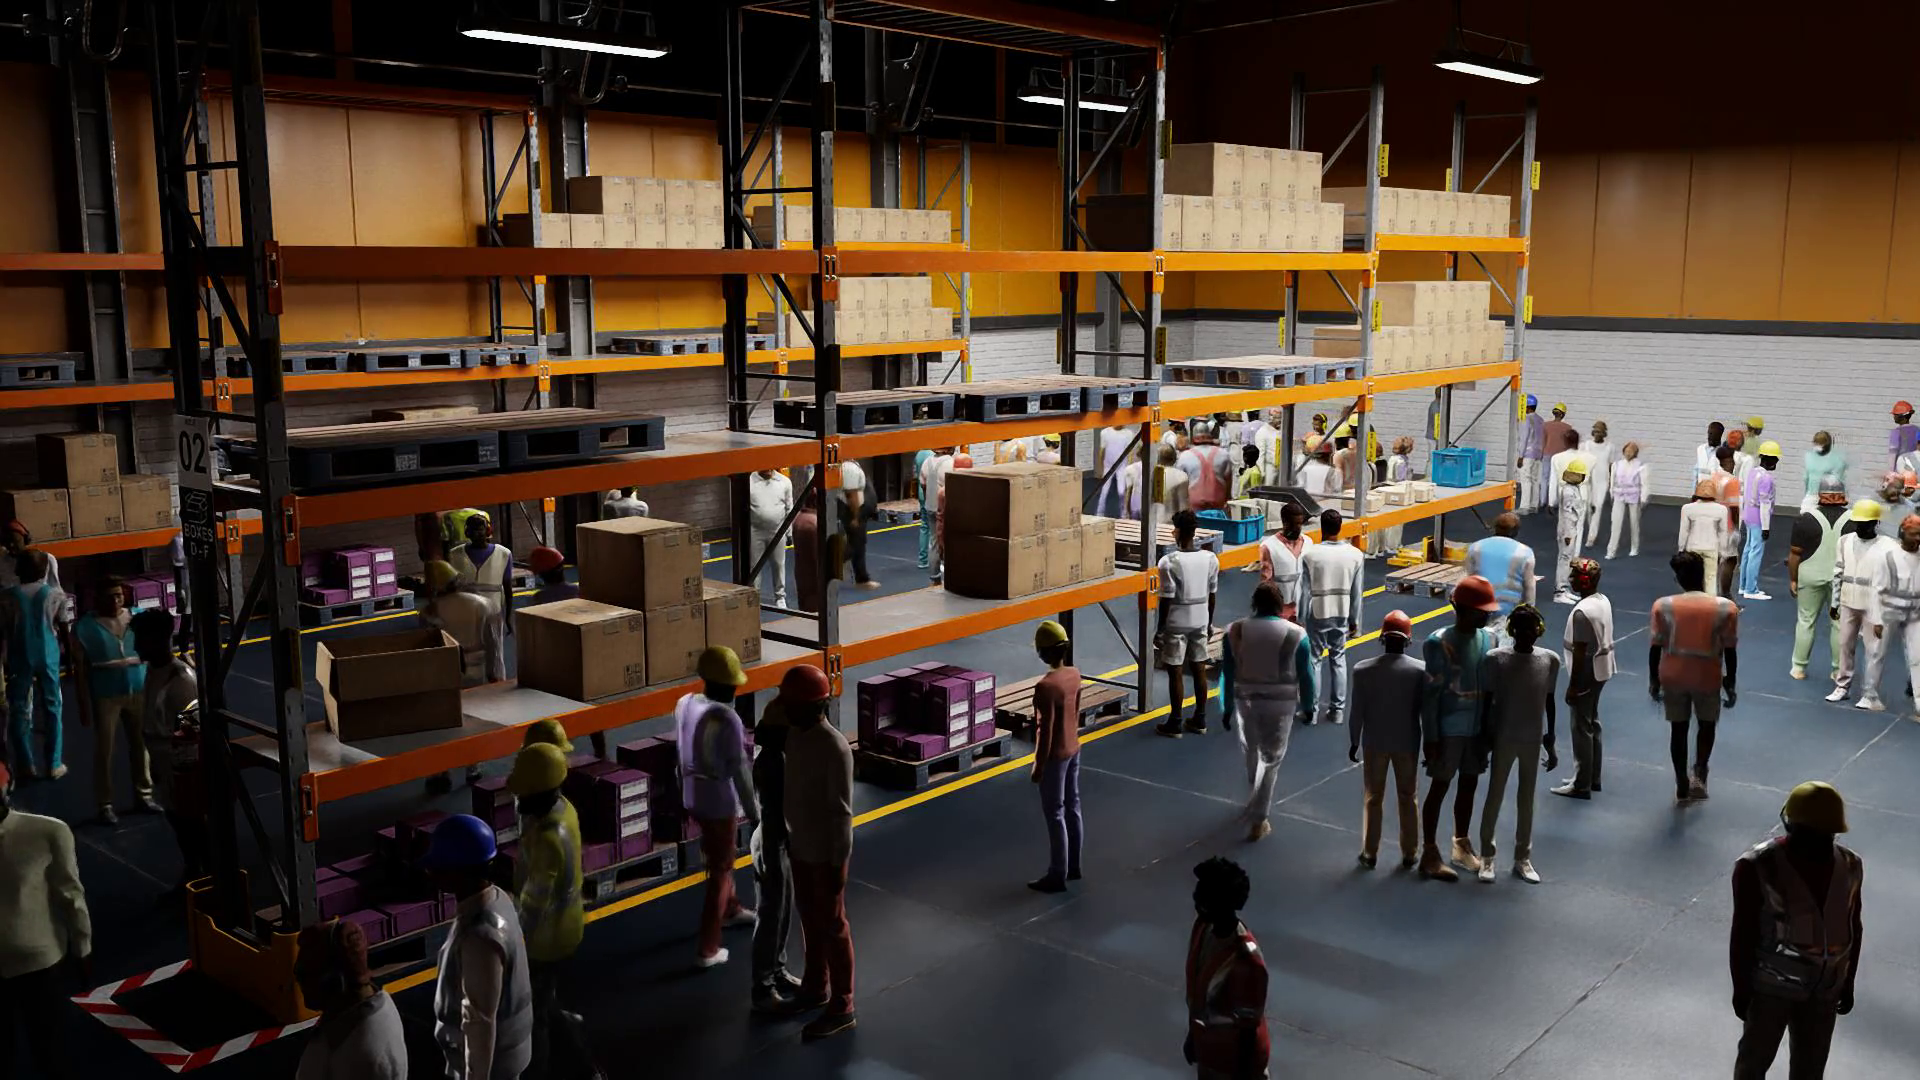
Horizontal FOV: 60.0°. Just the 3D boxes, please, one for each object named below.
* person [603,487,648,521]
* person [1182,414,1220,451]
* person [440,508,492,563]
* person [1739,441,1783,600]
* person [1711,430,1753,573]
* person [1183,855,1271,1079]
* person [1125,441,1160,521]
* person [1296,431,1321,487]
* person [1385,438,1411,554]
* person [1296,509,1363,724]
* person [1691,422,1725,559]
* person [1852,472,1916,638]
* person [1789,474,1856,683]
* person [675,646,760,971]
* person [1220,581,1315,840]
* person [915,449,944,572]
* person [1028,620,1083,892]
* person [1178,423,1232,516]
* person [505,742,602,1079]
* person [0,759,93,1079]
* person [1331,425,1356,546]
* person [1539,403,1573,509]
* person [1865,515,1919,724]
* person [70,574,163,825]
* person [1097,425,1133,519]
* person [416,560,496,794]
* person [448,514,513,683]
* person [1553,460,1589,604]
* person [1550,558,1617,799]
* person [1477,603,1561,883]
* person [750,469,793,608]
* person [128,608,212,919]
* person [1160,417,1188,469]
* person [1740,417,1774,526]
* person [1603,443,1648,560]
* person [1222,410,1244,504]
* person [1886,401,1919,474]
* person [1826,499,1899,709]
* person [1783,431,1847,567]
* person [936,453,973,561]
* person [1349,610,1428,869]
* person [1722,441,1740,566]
[{"bbox_3d":[-3.530,0.189,17.665,0.514,1.872,0.332,1,10,6],"label":"person"},{"bbox_3d":[3.690,-1.194,25.453,0.613,2.033,0.410,5,11,29],"label":"person"},{"bbox_3d":[-5.323,0.227,17.953,0.537,1.696,0.321,-2,10,-14],"label":"person"},{"bbox_3d":[9.663,-0.237,20.066,0.397,1.920,0.586,2,10,10],"label":"person"},{"bbox_3d":[10.119,-0.515,21.869,0.347,1.877,0.576,-6,11,-31],"label":"person"},{"bbox_3d":[1.089,2.102,6.801,0.323,1.692,0.534,-2,10,-13],"label":"person"},{"bbox_3d":[2.355,-0.370,21.197,0.518,1.821,0.792,1,10,9],"label":"person"},{"bbox_3d":[4.843,-0.642,23.049,0.382,1.724,0.566,1,10,3],"label":"person"},{"bbox_3d":[6.080,-0.607,23.140,0.313,1.630,0.530,0,10,2],"label":"person"},{"bbox_3d":[3.245,0.680,14.635,0.599,1.909,0.398,-2,10,-13],"label":"person"},{"bbox_3d":[10.189,-0.647,22.513,0.393,1.920,0.591,-6,11,-30],"label":"person"},{"bbox_3d":[9.782,0.218,17.525,0.640,1.860,0.903,-1,10,-5],"label":"person"},{"bbox_3d":[8.407,0.359,16.143,0.679,2.000,0.535,4,10,24],"label":"person"},{"bbox_3d":[-1.370,1.517,9.750,0.686,1.869,0.614,-8,12,-39],"label":"person"},{"bbox_3d":[2.226,1.177,11.988,0.643,1.780,1.000,4,10,22],"label":"person"},{"bbox_3d":[-0.335,-0.528,21.873,0.399,1.899,0.647,-5,11,-26],"label":"person"},{"bbox_3d":[0.607,1.392,10.795,0.327,1.765,0.528,6,11,31],"label":"person"},{"bbox_3d":[3.143,-0.564,21.652,0.696,2.000,1.004,-1,10,-4],"label":"person"},{"bbox_3d":[-1.996,1.840,7.748,0.479,1.895,0.622,-2,10,-10],"label":"person"},{"bbox_3d":[-4.175,1.871,7.322,0.646,1.969,0.451,-2,10,-12],"label":"person"},{"bbox_3d":[5.158,-0.592,22.278,0.528,1.893,0.617,9,13,42],"label":"person"},{"bbox_3d":[9.827,-1.386,27.425,0.532,1.754,0.340,7,12,38],"label":"person"},{"bbox_3d":[8.381,0.697,14.739,0.630,1.831,0.973,0,10,2],"label":"person"},{"bbox_3d":[-6.138,1.141,12.101,0.401,1.833,0.569,8,13,40],"label":"person"},{"bbox_3d":[2.358,-1.087,25.419,0.533,1.823,0.431,1,10,4],"label":"person"},{"bbox_3d":[-3.889,1.038,12.815,0.639,1.801,0.404,-7,12,-34],"label":"person"},{"bbox_3d":[-4.265,0.673,14.848,0.565,1.846,0.390,-1,10,-9],"label":"person"},{"bbox_3d":[7.294,-0.104,19.831,0.323,1.729,0.495,5,11,28],"label":"person"},{"bbox_3d":[4.770,1.051,12.638,0.389,1.837,0.560,6,11,32],"label":"person"},{"bbox_3d":[3.658,1.324,10.890,0.516,1.871,0.325,1,10,4],"label":"person"},{"bbox_3d":[-2.242,-0.096,19.285,0.643,1.902,0.399,-2,10,-12],"label":"person"},{"bbox_3d":[-4.881,1.374,10.349,0.401,1.954,0.605,-8,12,-40],"label":"person"},{"bbox_3d":[3.123,-0.953,24.329,0.389,1.925,0.549,0,10,2],"label":"person"},{"bbox_3d":[12.038,-1.024,25.374,0.885,1.715,0.527,-3,10,-17],"label":"person"},{"bbox_3d":[9.176,-0.533,22.847,0.522,1.607,0.807,7,12,38],"label":"person"},{"bbox_3d":[4.493,-1.365,27.367,0.492,1.729,0.324,4,10,23],"label":"person"},{"bbox_3d":[13.802,-1.023,24.434,0.606,2.036,0.409,-5,11,-27],"label":"person"},{"bbox_3d":[8.243,0.578,15.210,0.391,1.920,0.587,-5,11,-29],"label":"person"},{"bbox_3d":[11.363,-0.516,21.922,1.141,1.850,0.627,-6,11,-31],"label":"person"},{"bbox_3d":[0.045,0.030,18.276,0.614,1.987,0.408,0,10,-1],"label":"person"},{"bbox_3d":[2.896,1.334,11.177,0.572,1.749,0.343,1,10,7],"label":"person"},{"bbox_3d":[10.311,-0.501,22.294,0.318,1.697,0.540,5,11,28],"label":"person"}]
